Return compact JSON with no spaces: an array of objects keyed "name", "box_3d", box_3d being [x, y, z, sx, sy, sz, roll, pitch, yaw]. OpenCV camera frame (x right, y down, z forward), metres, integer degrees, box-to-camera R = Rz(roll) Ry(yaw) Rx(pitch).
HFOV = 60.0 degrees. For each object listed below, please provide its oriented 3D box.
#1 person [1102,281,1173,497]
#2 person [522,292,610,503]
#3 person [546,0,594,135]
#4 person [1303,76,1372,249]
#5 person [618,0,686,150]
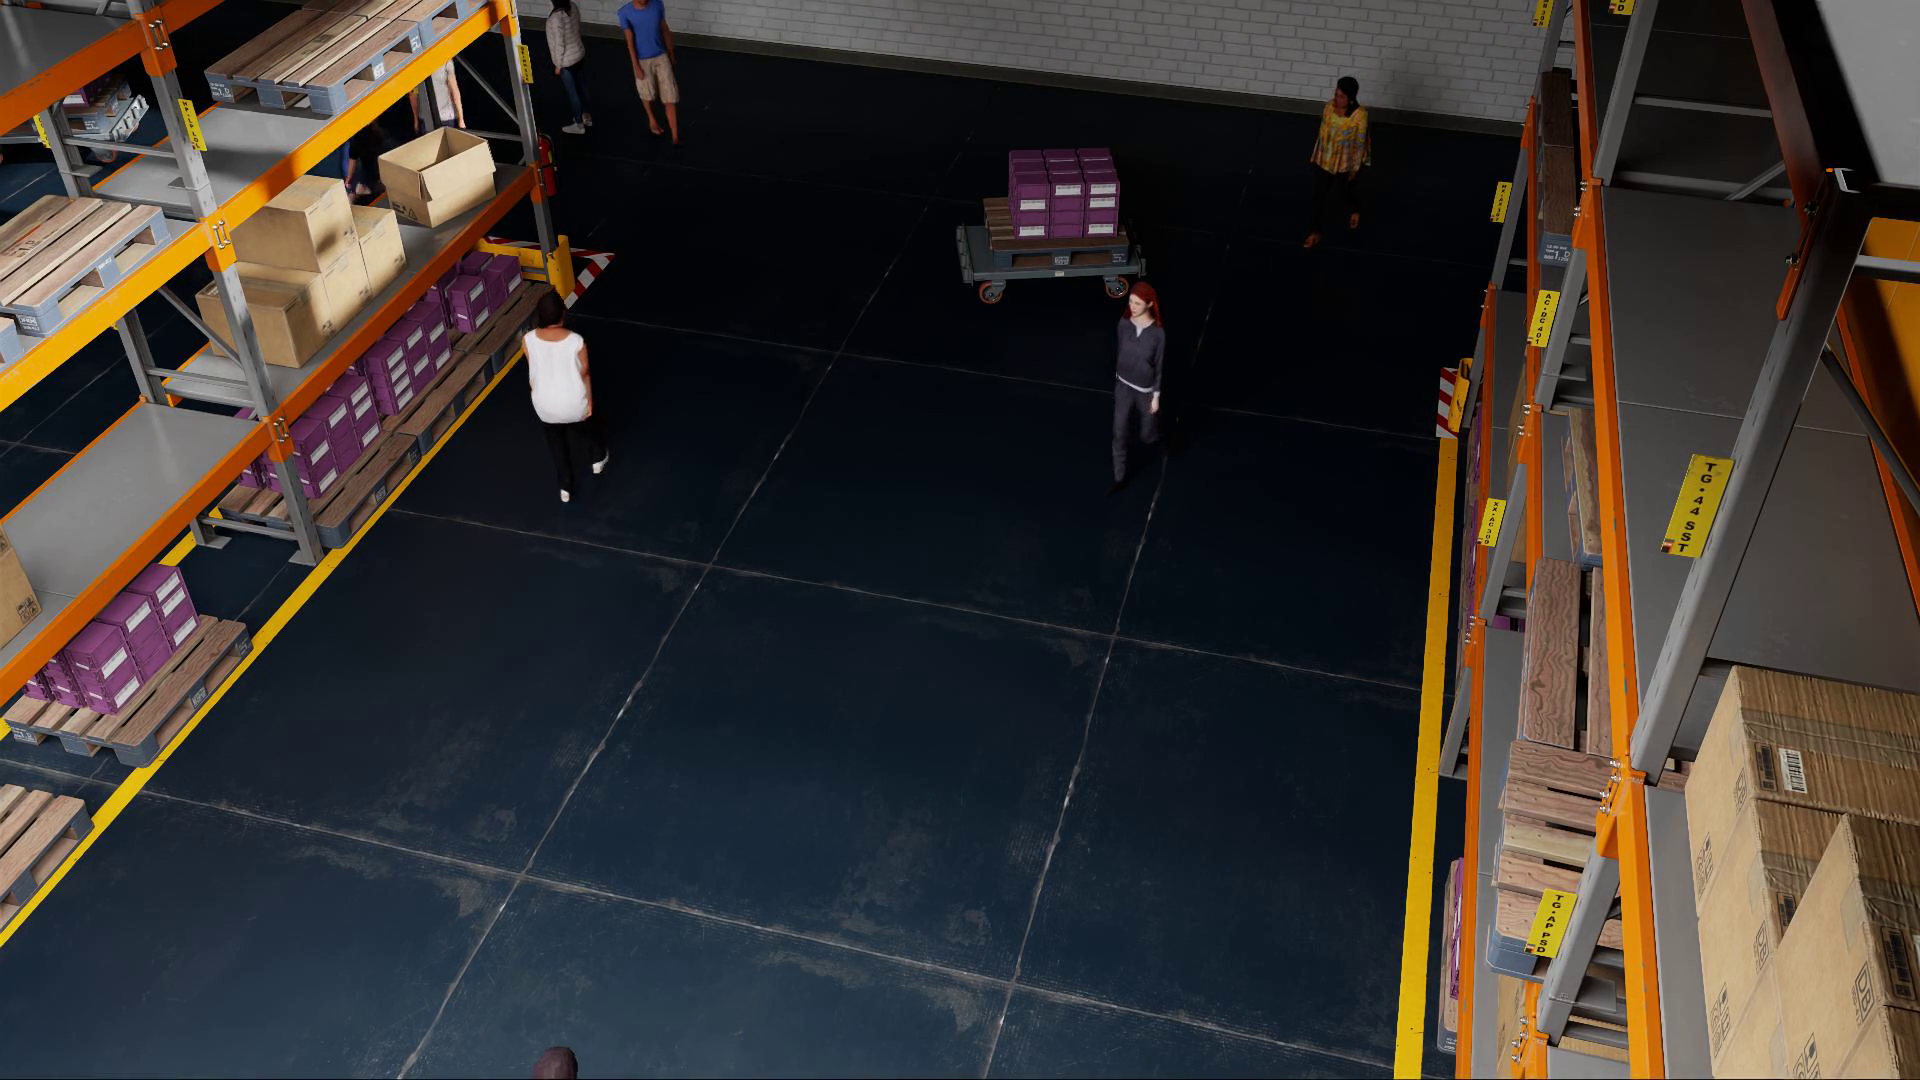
[{"name":"person","box_3d":[1.376,-1.145,12.402,0.813,1.754,1.056,25,45,28]},{"name":"person","box_3d":[-2.959,-1.023,12.321,0.759,1.664,0.930,2,39,2]},{"name":"person","box_3d":[-4.089,-5.079,17.423,0.681,1.635,0.492,12,40,14]},{"name":"person","box_3d":[3.581,-3.525,15.483,0.955,1.628,1.127,27,46,30]},{"name":"person","box_3d":[-3.226,-4.989,17.178,1.145,1.800,1.316,-15,41,-17]}]
